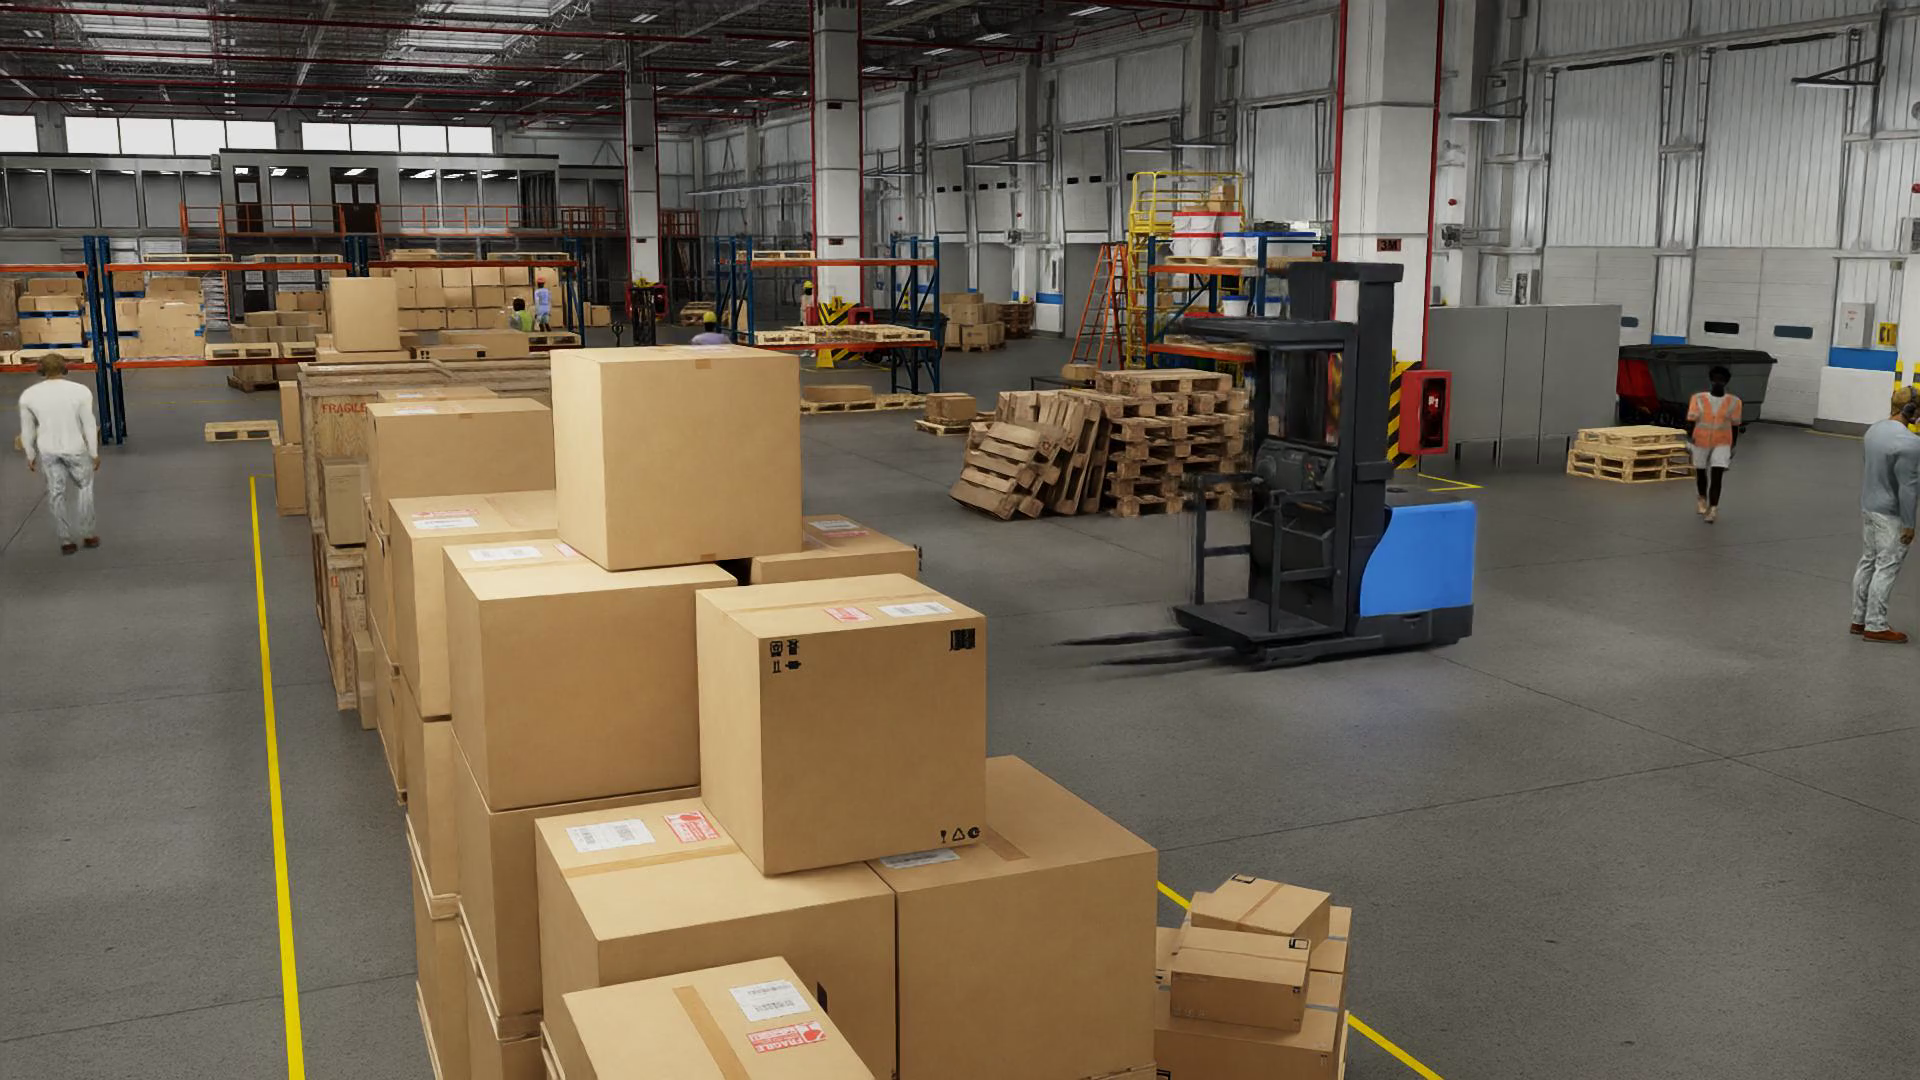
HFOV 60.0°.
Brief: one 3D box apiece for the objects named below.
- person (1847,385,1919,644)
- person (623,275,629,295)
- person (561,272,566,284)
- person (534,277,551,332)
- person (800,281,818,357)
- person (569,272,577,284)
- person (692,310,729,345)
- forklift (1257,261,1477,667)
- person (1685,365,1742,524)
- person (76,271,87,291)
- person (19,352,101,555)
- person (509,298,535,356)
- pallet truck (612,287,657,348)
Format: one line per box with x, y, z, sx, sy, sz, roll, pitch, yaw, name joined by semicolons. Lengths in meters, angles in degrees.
6.895;-0.187;12.353;0.369;1.928;0.638;0;10;2;person
-12.783;-9.697;64.787;0.652;1.920;0.816;-6;12;-29;person
-15.005;-9.330;63.241;0.324;1.742;0.491;2;11;13;person
-11.633;-6.353;46.297;0.376;1.936;0.549;7;13;35;person
-3.819;-5.593;42.129;0.591;1.930;0.357;7;12;34;person
-13.491;-8.465;58.211;0.575;1.849;0.938;2;10;11;person
-3.777;-2.526;25.286;0.593;1.911;0.559;-4;11;-19;person
2.766;-0.631;12.164;1.873;2.768;1.129;-4;11;-23;forklift
8.056;-1.048;17.806;0.529;1.670;0.810;6;12;28;person
-28.953;-7.917;54.839;0.366;1.967;0.603;-10;14;-44;person
-8.573;-0.836;15.915;0.661;1.923;0.672;-3;11;-17;person
-8.607;-3.821;32.605;0.429;1.846;0.626;6;12;28;person
-6.464;-4.406;35.401;0.823;1.965;1.885;6;12;32;pallet truck
